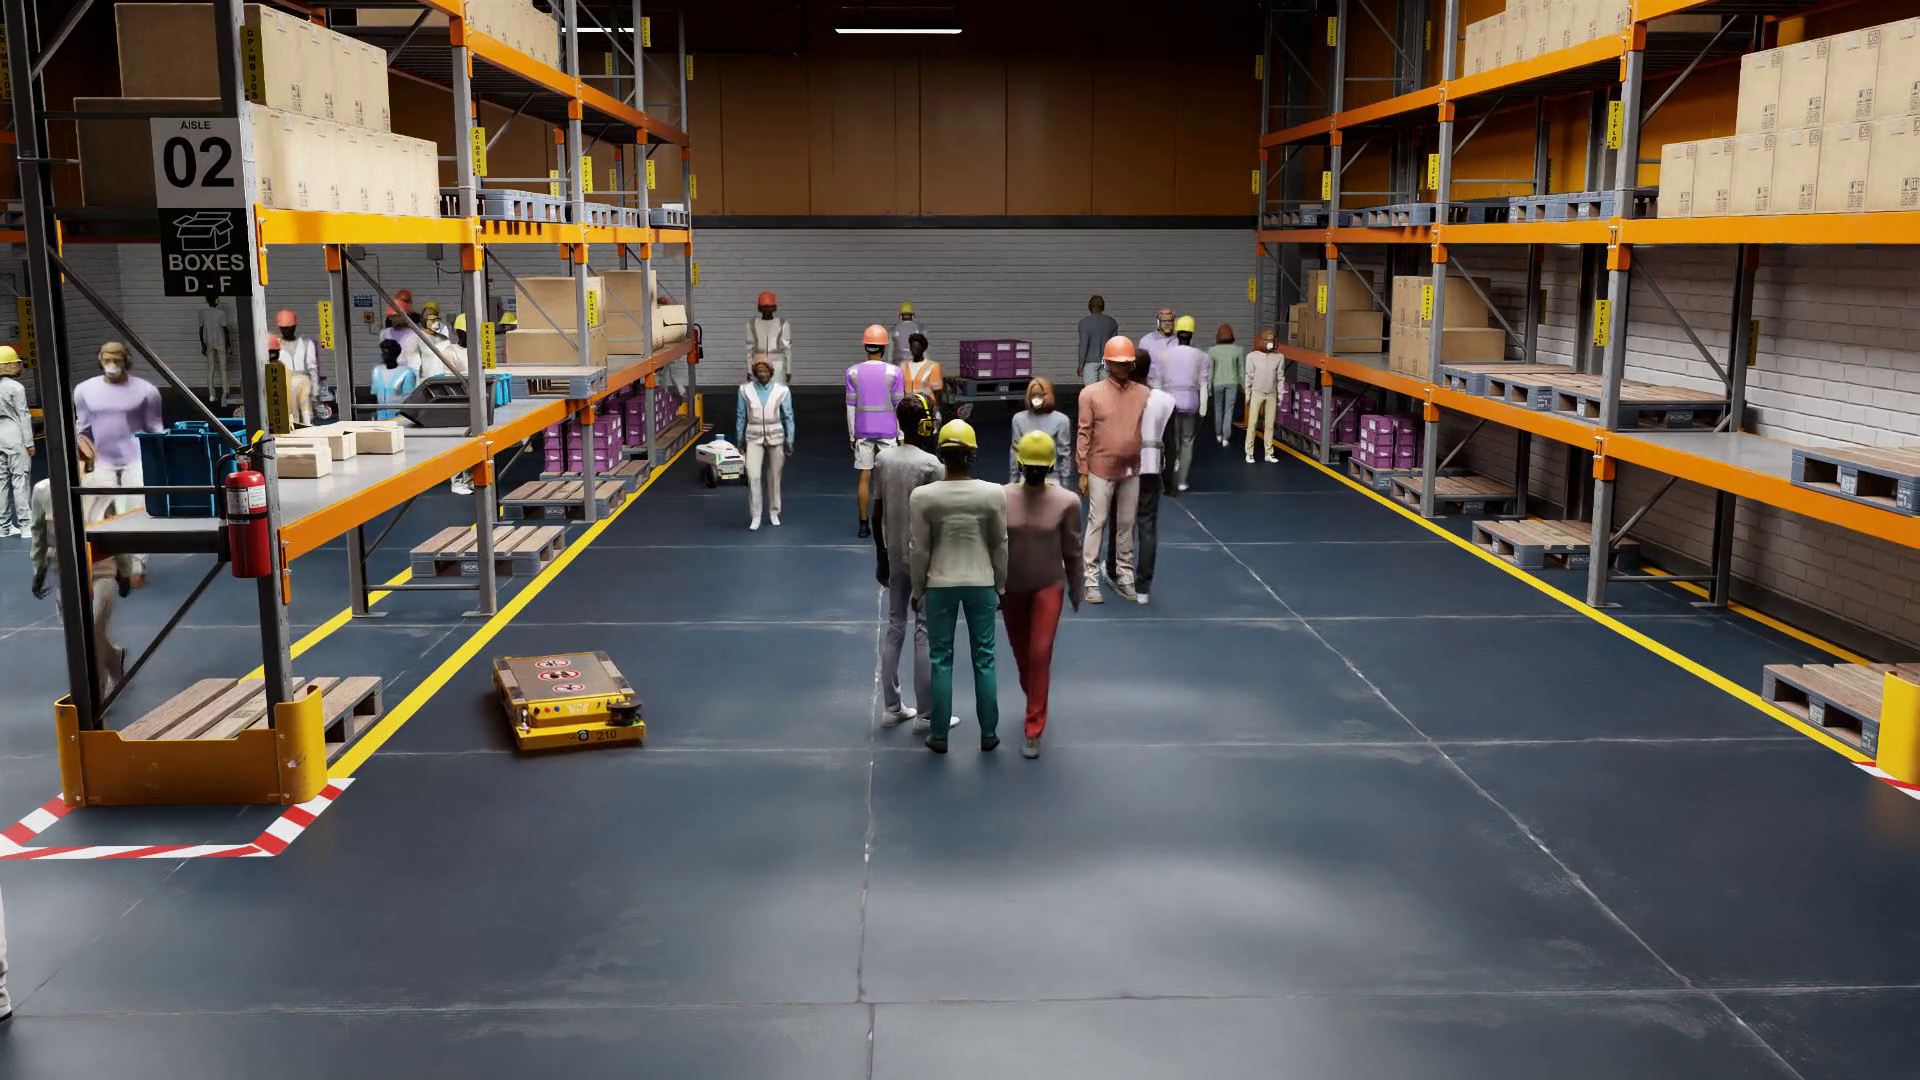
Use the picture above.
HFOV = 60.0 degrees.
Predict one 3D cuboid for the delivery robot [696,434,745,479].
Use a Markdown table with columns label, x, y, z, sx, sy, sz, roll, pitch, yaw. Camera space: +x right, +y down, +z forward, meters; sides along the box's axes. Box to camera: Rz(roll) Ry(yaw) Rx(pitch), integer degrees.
| label | x | y | z | sx | sy | sz | roll | pitch | yaw |
| --- | --- | --- | --- | --- | --- | --- | --- | --- | --- |
| delivery robot | -2.650 | -0.924 | 18.374 | 0.477 | 0.478 | 0.707 | -6 | 12 | -30 |

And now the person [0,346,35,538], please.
| label | x | y | z | sx | sy | sz | roll | pitch | yaw |
| --- | --- | --- | --- | --- | --- | --- | --- | --- | --- |
| person | -8.618 | -0.889 | 15.125 | 0.483 | 1.745 | 0.302 | 3 | 11 | 17 |

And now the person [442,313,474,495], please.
| label | x | y | z | sx | sy | sz | roll | pitch | yaw |
| --- | --- | --- | --- | --- | --- | --- | --- | --- | --- |
| person | -5.269 | -1.454 | 17.771 | 0.383 | 1.924 | 0.589 | 4 | 11 | 20 |

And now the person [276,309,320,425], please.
| label | x | y | z | sx | sy | sz | roll | pitch | yaw |
| --- | --- | --- | --- | --- | --- | --- | --- | --- | --- |
| person | -7.806 | -1.754 | 19.478 | 0.544 | 1.914 | 0.870 | -5 | 12 | -28 |

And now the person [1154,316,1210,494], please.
| label | x | y | z | sx | sy | sz | roll | pitch | yaw |
| --- | --- | --- | --- | --- | --- | --- | --- | --- | --- |
| person | 2.347 | -1.426 | 17.685 | 0.608 | 1.899 | 0.785 | 2 | 10 | 9 |

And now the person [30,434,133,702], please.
| label | x | y | z | sx | sy | sz | roll | pitch | yaw |
| --- | --- | --- | --- | --- | --- | --- | --- | --- | --- |
| person | -4.971 | 0.179 | 9.525 | 0.519 | 1.611 | 0.711 | 0 | 10 | 2 |

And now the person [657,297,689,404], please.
| label | x | y | z | sx | sy | sz | roll | pitch | yaw |
| --- | --- | --- | --- | --- | --- | --- | --- | --- | --- |
| person | -4.578 | -2.886 | 26.011 | 0.679 | 1.837 | 0.615 | 9 | 14 | 41 |

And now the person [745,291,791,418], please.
| label | x | y | z | sx | sy | sz | roll | pitch | yaw |
| --- | --- | --- | --- | --- | --- | --- | --- | --- | --- |
| person | -2.565 | -2.327 | 22.324 | 0.607 | 2.032 | 0.579 | 0 | 10 | -3 |

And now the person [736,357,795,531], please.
| label | x | y | z | sx | sy | sz | roll | pitch | yaw |
| --- | --- | --- | --- | --- | --- | --- | --- | --- | --- |
| person | -1.809 | -0.896 | 15.508 | 0.549 | 1.601 | 0.694 | -1 | 10 | -3 |

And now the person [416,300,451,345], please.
| label | x | y | z | sx | sy | sz | roll | pitch | yaw |
| --- | --- | --- | --- | --- | --- | --- | --- | --- | --- |
| person | -7.634 | -2.557 | 24.166 | 0.588 | 1.835 | 0.403 | 2 | 10 | 12 |

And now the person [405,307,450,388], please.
| label | x | y | z | sx | sy | sz | roll | pitch | yaw |
| --- | --- | --- | --- | --- | --- | --- | --- | --- | --- |
| person | -6.063 | -1.705 | 19.134 | 0.373 | 1.940 | 0.629 | 5 | 11 | 25 |

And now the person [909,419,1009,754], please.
| label | x | y | z | sx | sy | sz | roll | pitch | yaw |
| --- | --- | --- | --- | --- | --- | --- | --- | --- | --- |
| person | -0.006 | 0.249 | 8.746 | 0.523 | 1.762 | 0.328 | -1 | 10 | -5 |

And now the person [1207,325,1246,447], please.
| label | x | y | z | sx | sy | sz | roll | pitch | yaw |
| --- | --- | --- | --- | --- | --- | --- | --- | --- | --- |
| person | 3.507 | -2.036 | 21.959 | 0.503 | 1.586 | 0.876 | 3 | 11 | 15 |

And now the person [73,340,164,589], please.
| label | x | y | z | sx | sy | sz | roll | pitch | yaw |
| --- | --- | --- | --- | --- | --- | --- | --- | --- | --- |
| person | -6.501 | -0.589 | 12.931 | 0.639 | 1.928 | 0.498 | -2 | 10 | -12 |

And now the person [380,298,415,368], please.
| label | x | y | z | sx | sy | sz | roll | pitch | yaw |
| --- | --- | --- | --- | --- | --- | --- | --- | --- | --- |
| person | -6.701 | -1.943 | 20.264 | 0.608 | 2.014 | 0.927 | 4 | 11 | 22 |

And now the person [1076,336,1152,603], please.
| label | x | y | z | sx | sy | sz | roll | pitch | yaw |
| --- | --- | --- | --- | --- | --- | --- | --- | --- | --- |
| person | 1.166 | -0.522 | 12.380 | 0.623 | 1.992 | 0.396 | -3 | 11 | -18 |

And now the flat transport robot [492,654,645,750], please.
| label | x | y | z | sx | sy | sz | roll | pitch | yaw |
| --- | --- | --- | --- | --- | --- | --- | --- | --- | --- |
| flat transport robot | -2.241 | 0.873 | 9.407 | 0.652 | 0.197 | 1.431 | -4 | 11 | -21 |

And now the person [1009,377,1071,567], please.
| label | x | y | z | sx | sy | sz | roll | pitch | yaw |
| --- | --- | --- | --- | --- | --- | --- | --- | --- | --- |
| person | 0.652 | -0.491 | 13.256 | 0.513 | 1.625 | 0.509 | 5 | 11 | 24 |

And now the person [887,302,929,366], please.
| label | x | y | z | sx | sy | sz | roll | pitch | yaw |
| --- | --- | --- | --- | --- | --- | --- | --- | --- | --- |
| person | -0.753 | -2.558 | 24.222 | 0.627 | 1.810 | 0.641 | 0 | 10 | 1 |

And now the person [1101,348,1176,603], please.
| label | x | y | z | sx | sy | sz | roll | pitch | yaw |
| --- | --- | --- | --- | --- | --- | --- | --- | --- | --- |
| person | 1.324 | -0.512 | 12.648 | 0.624 | 1.871 | 0.954 | -1 | 10 | -6 |

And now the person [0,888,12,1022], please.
| label | x | y | z | sx | sy | sz | roll | pitch | yaw |
| --- | --- | --- | --- | --- | --- | --- | --- | --- | --- |
| person | -3.505 | 0.740 | 5.614 | 0.638 | 1.903 | 0.409 | 9 | 14 | 42 |

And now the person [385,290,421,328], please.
| label | x | y | z | sx | sy | sz | roll | pitch | yaw |
| --- | --- | --- | --- | --- | --- | --- | --- | --- | --- |
| person | -8.412 | -2.836 | 25.383 | 0.614 | 1.960 | 0.885 | -1 | 10 | -3 |

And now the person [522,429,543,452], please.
| label | x | y | z | sx | sy | sz | roll | pitch | yaw |
| --- | --- | --- | --- | --- | --- | --- | --- | --- | --- |
| person | -5.421 | -2.036 | 21.282 | 0.620 | 1.836 | 0.430 | -7 | 12 | -34 |

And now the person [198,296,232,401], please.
| label | x | y | z | sx | sy | sz | roll | pitch | yaw |
| --- | --- | --- | --- | --- | --- | --- | --- | --- | --- |
| person | -12.519 | -3.261 | 27.988 | 0.515 | 1.872 | 0.328 | 0 | 10 | -1 |

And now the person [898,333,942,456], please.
| label | x | y | z | sx | sy | sz | roll | pitch | yaw |
| --- | --- | --- | --- | --- | --- | --- | --- | --- | --- |
| person | -0.445 | -1.437 | 18.324 | 0.575 | 1.695 | 0.400 | 5 | 11 | 27 |

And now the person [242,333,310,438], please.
| label | x | y | z | sx | sy | sz | roll | pitch | yaw |
| --- | --- | --- | --- | --- | --- | --- | --- | --- | --- |
| person | -6.030 | -0.873 | 14.679 | 0.573 | 1.884 | 0.833 | -8 | 13 | -39 |

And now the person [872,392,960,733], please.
| label | x | y | z | sx | sy | sz | roll | pitch | yaw |
| --- | --- | --- | --- | --- | --- | --- | --- | --- | --- |
| person | -0.252 | 0.124 | 9.139 | 0.532 | 1.868 | 0.310 | 8 | 13 | 38 |

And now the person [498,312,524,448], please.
| label | x | y | z | sx | sy | sz | roll | pitch | yaw |
| --- | --- | --- | --- | --- | --- | --- | --- | --- | --- |
| person | -5.844 | -2.085 | 21.720 | 0.305 | 1.772 | 0.527 | -6 | 12 | -30 |

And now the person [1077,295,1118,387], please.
| label | x | y | z | sx | sy | sz | roll | pitch | yaw |
| --- | --- | --- | --- | --- | --- | --- | --- | --- | --- |
| person | 1.924 | -2.471 | 23.398 | 0.635 | 1.937 | 0.352 | -5 | 12 | -28 |

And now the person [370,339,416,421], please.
| label | x | y | z | sx | sy | sz | roll | pitch | yaw |
| --- | --- | --- | --- | --- | --- | --- | --- | --- | --- |
| person | -5.985 | -1.319 | 17.709 | 0.568 | 1.665 | 0.615 | 3 | 11 | 17 |

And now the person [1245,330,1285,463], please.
| label | x | y | z | sx | sy | sz | roll | pitch | yaw |
| --- | --- | --- | --- | --- | --- | --- | --- | --- | --- |
| person | 3.698 | -1.740 | 20.214 | 0.501 | 1.629 | 0.284 | -2 | 10 | -9 |

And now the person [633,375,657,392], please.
| label | x | y | z | sx | sy | sz | roll | pitch | yaw |
| --- | --- | --- | --- | --- | --- | --- | --- | --- | --- |
| person | -4.822 | -2.812 | 25.300 | 0.543 | 1.938 | 0.357 | -1 | 10 | -8 |

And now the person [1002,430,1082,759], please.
| label | x | y | z | sx | sy | sz | roll | pitch | yaw |
| --- | --- | --- | --- | --- | --- | --- | --- | --- | --- |
| person | 0.390 | 0.233 | 8.971 | 0.537 | 1.717 | 0.876 | 2 | 10 | 11 |

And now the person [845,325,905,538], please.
| label | x | y | z | sx | sy | sz | roll | pitch | yaw |
| --- | --- | --- | --- | --- | --- | --- | --- | --- | --- |
| person | -0.757 | -0.974 | 15.061 | 0.544 | 1.939 | 0.354 | 1 | 10 | 7 |

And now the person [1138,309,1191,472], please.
| label | x | y | z | sx | sy | sz | roll | pitch | yaw |
| --- | --- | --- | --- | --- | --- | --- | --- | --- | --- |
| person | 2.395 | -1.742 | 19.424 | 0.651 | 1.907 | 0.409 | -1 | 10 | -6 |
